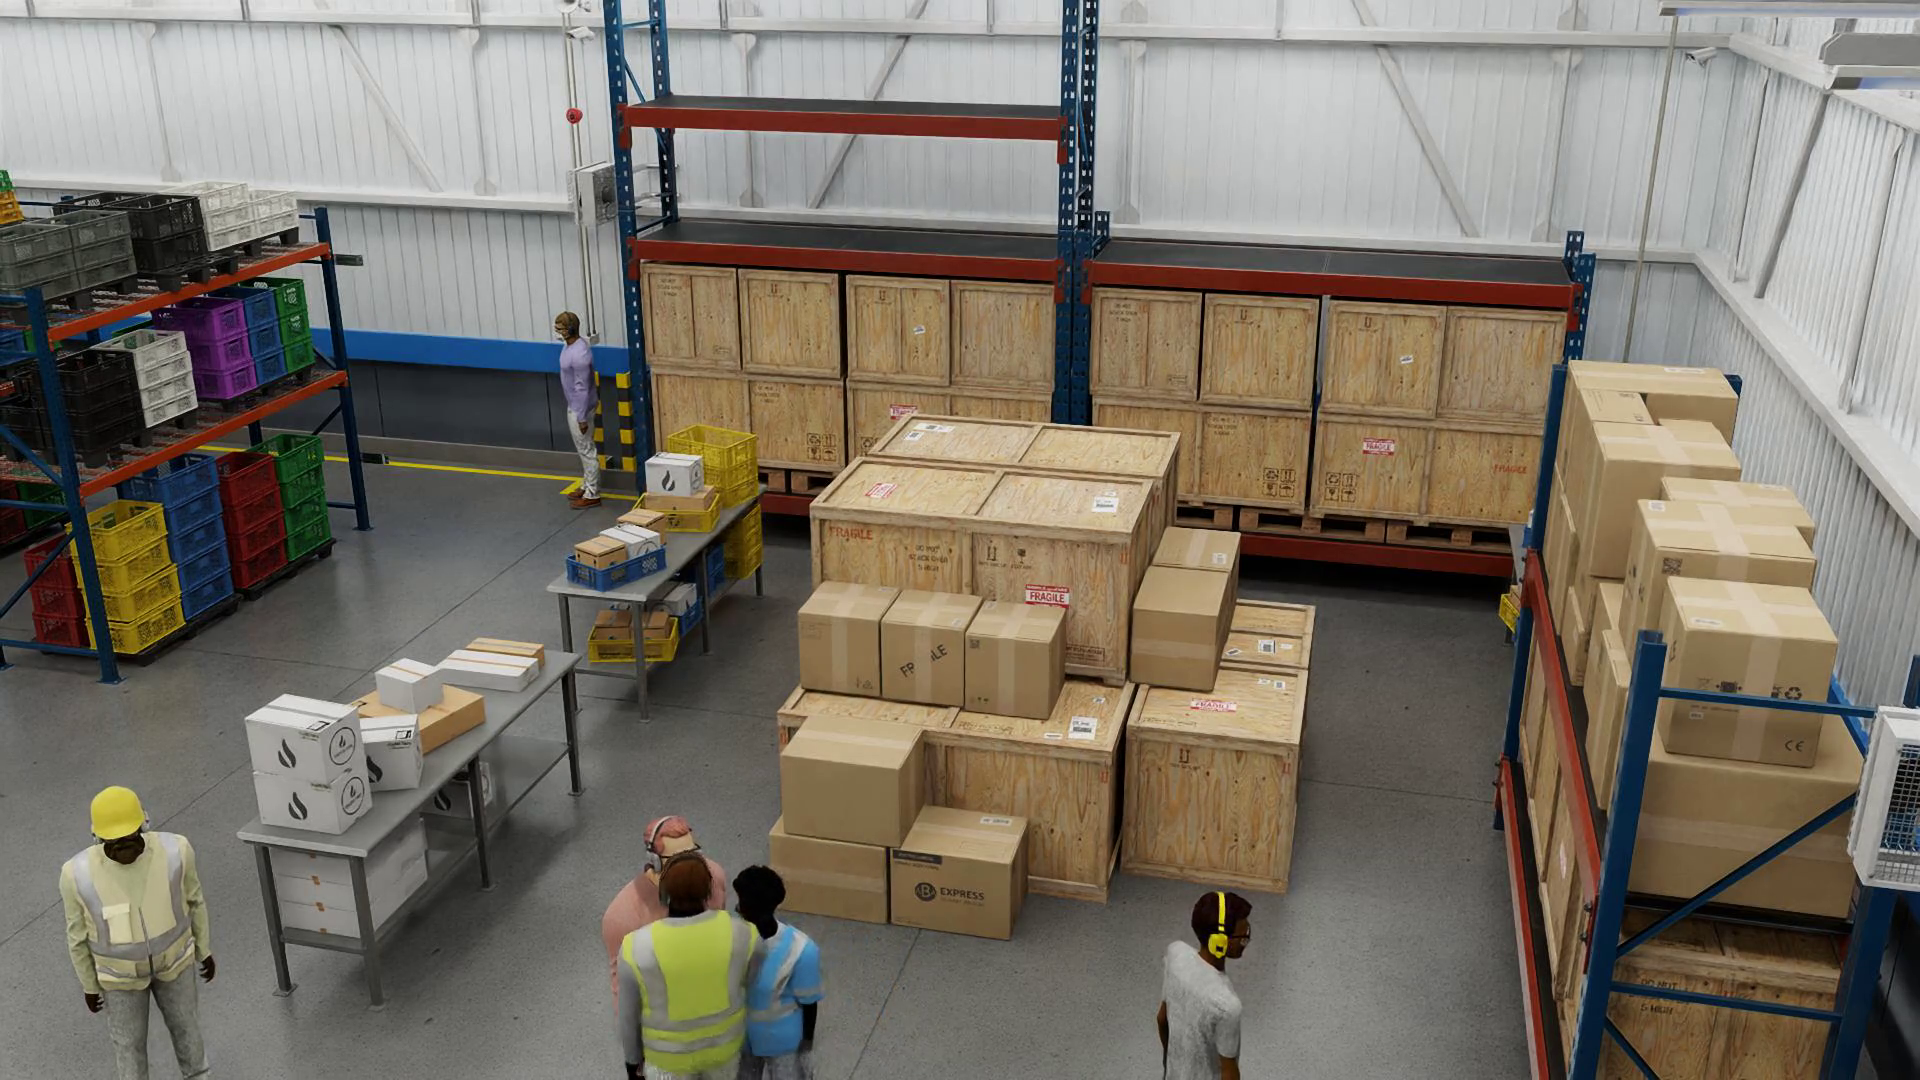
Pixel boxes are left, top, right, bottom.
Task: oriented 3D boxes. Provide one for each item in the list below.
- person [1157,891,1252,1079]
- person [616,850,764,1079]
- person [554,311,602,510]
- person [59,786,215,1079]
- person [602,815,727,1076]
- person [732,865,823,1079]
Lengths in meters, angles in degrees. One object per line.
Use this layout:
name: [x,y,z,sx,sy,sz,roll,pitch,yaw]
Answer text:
person: [1.004,2.269,6.856,0.310,1.864,0.533,-10,23,-24]
person: [-1.138,2.178,7.165,0.644,1.814,0.738,-8,22,-19]
person: [-3.660,-1.259,15.998,0.374,1.933,0.625,-7,22,-18]
person: [-3.770,1.960,7.708,0.586,1.833,0.403,-14,25,-33]
person: [-1.218,2.070,7.312,0.409,1.913,0.639,17,27,37]
person: [-0.859,2.178,7.327,0.537,1.696,0.317,8,22,20]
